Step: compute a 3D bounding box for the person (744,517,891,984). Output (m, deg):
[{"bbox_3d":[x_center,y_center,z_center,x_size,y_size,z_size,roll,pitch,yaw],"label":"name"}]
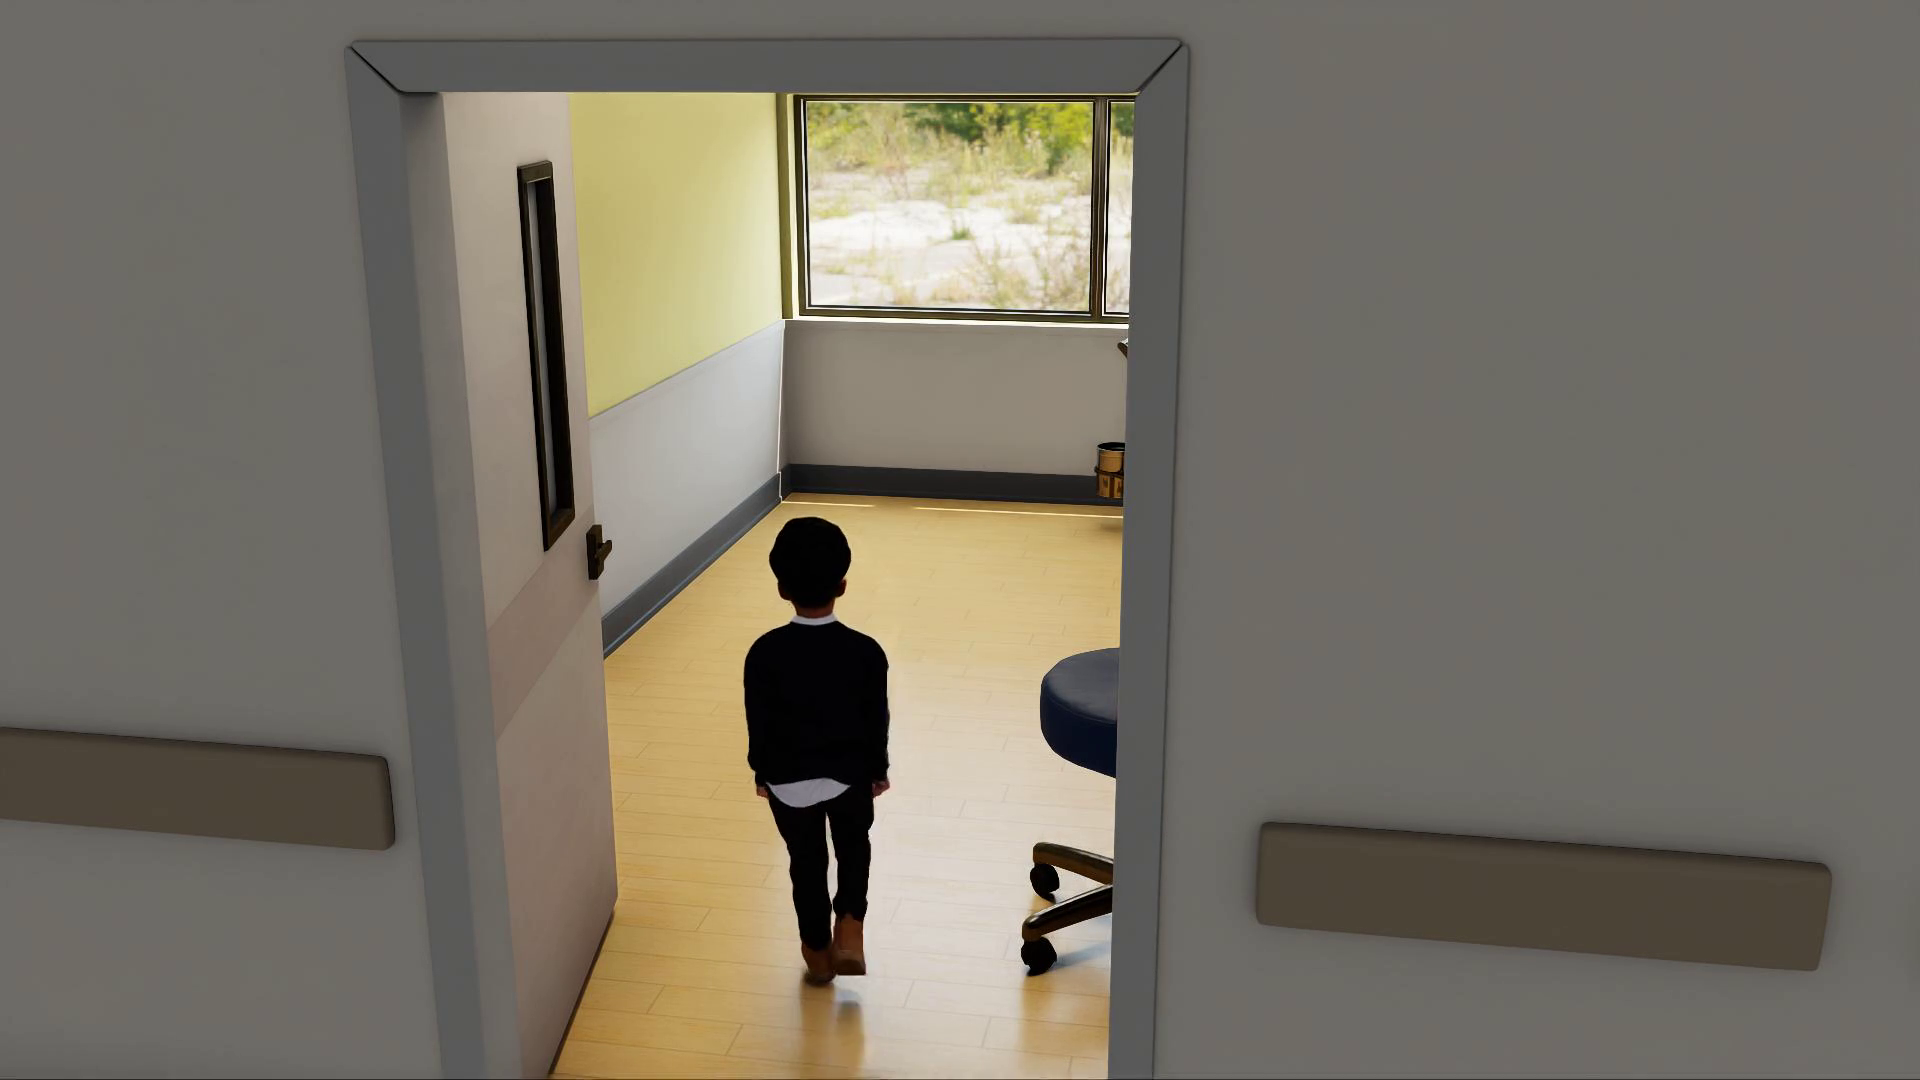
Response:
[{"bbox_3d":[-0.337,0.553,4.098,0.629,1.220,0.673,-3,16,-10],"label":"person"}]
